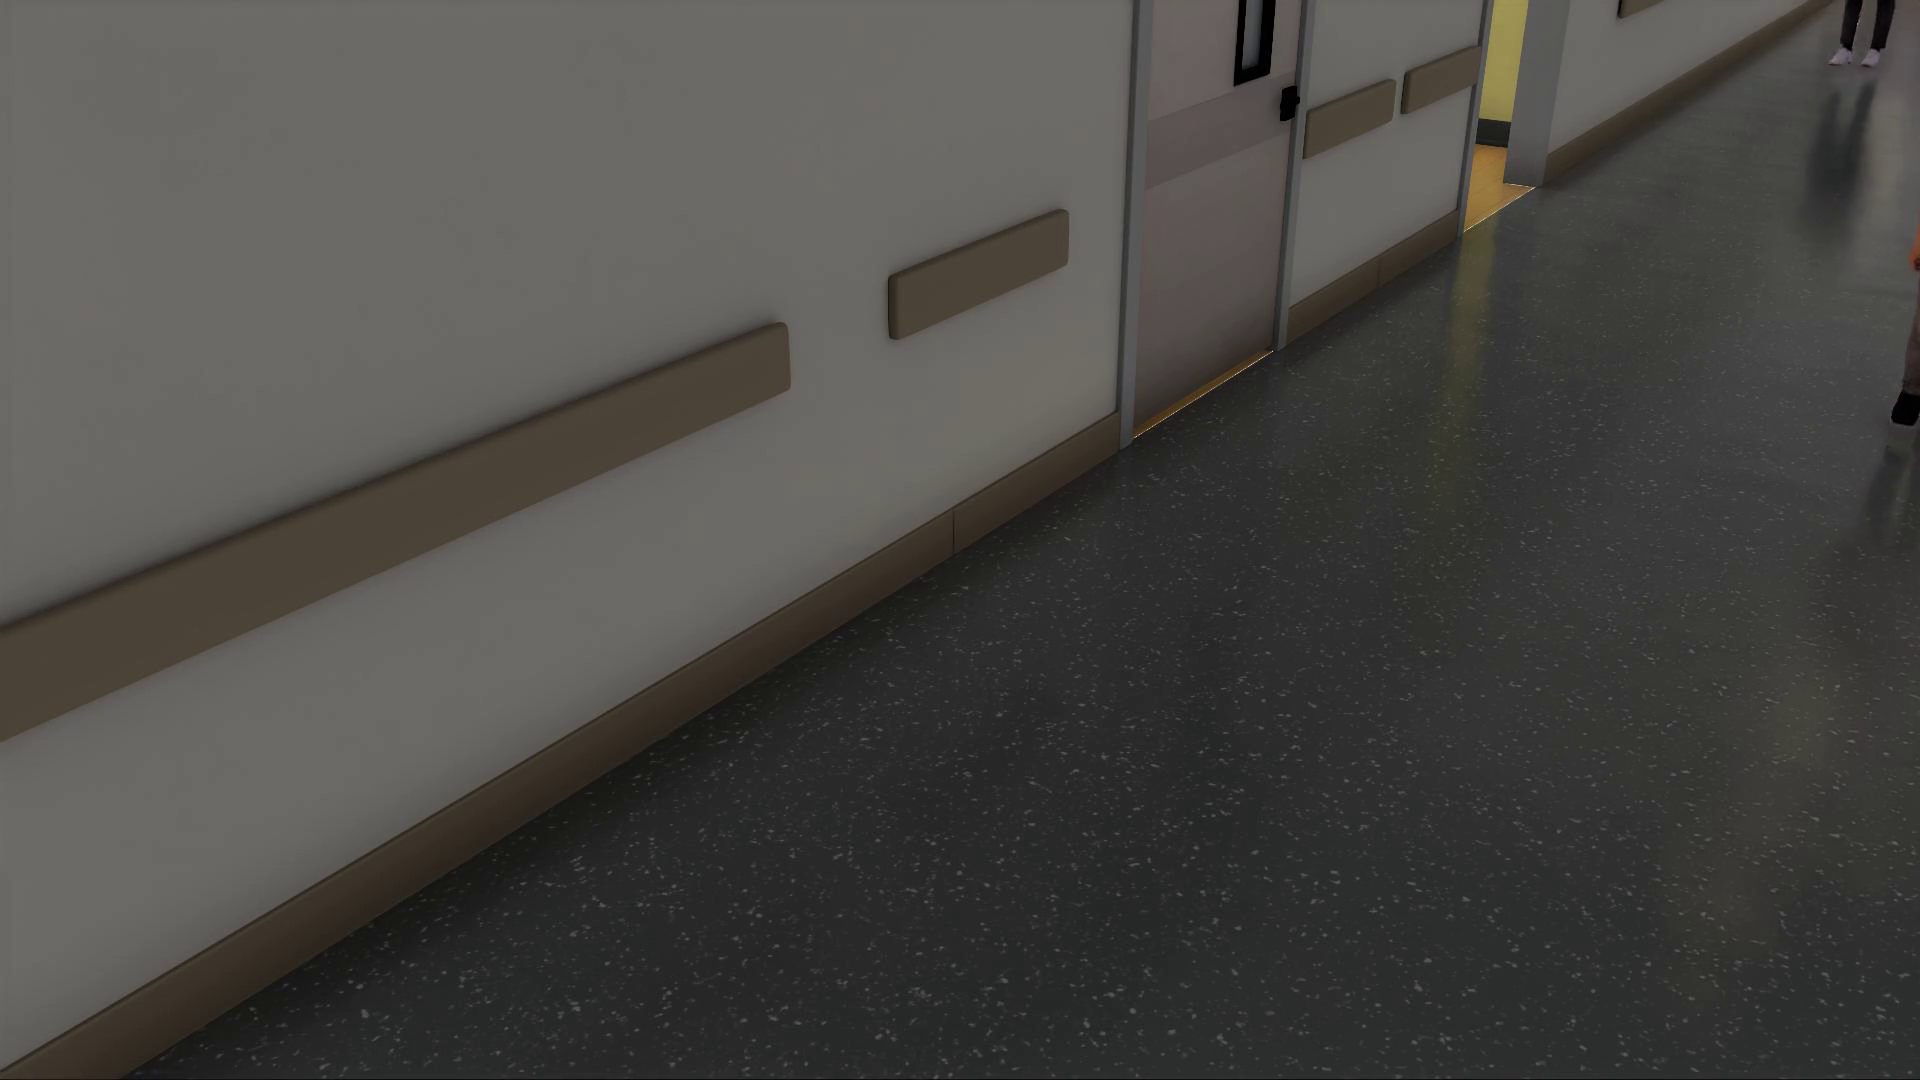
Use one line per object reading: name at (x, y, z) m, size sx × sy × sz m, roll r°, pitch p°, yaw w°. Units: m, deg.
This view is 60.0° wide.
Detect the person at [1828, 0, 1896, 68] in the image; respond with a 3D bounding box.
person at (7.213, -4.559, 12.884) m, size 0.797 × 1.741 × 0.772 m, roll 20°, pitch 32°, yaw 35°
